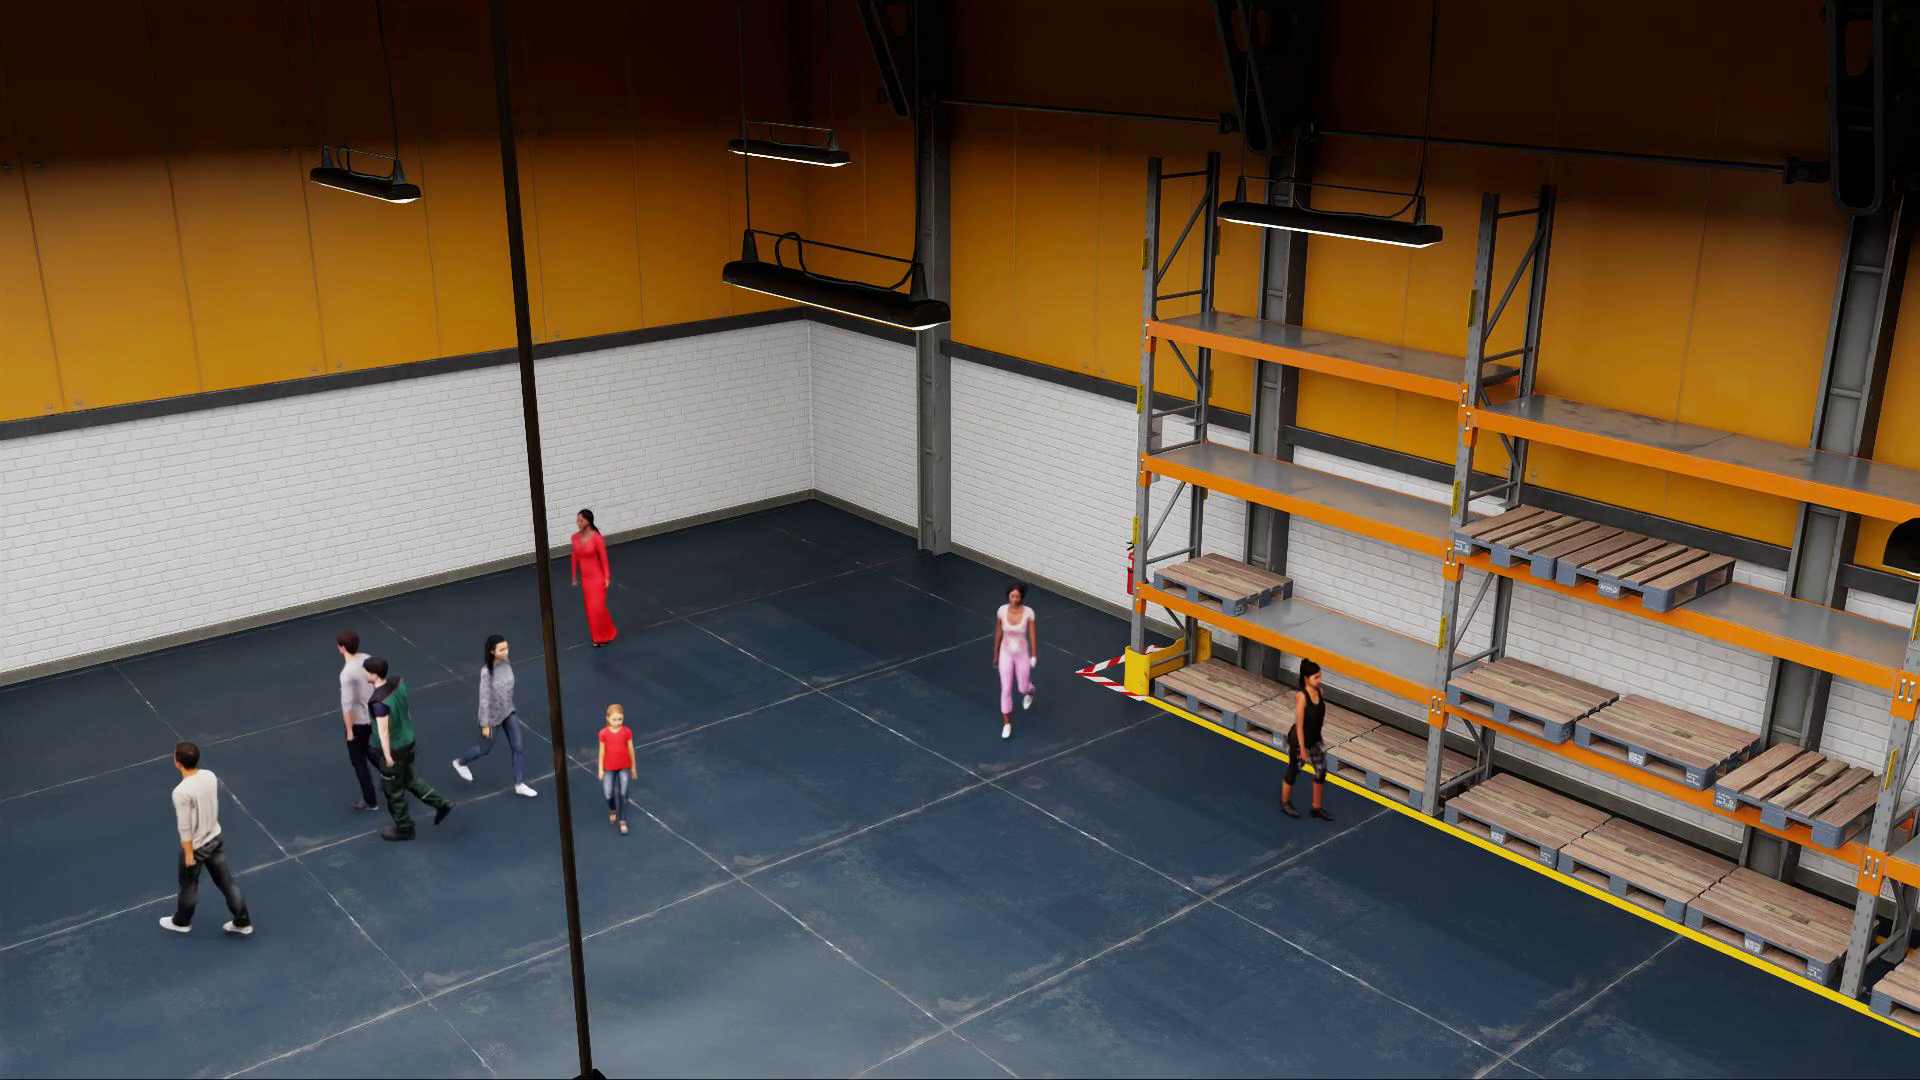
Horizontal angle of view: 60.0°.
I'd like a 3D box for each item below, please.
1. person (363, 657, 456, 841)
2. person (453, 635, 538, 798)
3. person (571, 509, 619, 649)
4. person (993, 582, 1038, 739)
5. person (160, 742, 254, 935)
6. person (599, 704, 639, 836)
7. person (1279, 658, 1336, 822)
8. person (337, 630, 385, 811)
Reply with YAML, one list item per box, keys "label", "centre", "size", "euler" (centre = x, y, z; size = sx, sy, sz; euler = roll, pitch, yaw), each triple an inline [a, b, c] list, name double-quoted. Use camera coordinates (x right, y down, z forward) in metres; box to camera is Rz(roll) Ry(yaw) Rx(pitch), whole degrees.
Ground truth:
- label: "person"
  centre: [-5.191, 1.943, 15.559]
  size: [1.064, 1.875, 1.008]
  euler: [3, 19, 8]
- label: "person"
  centre: [-4.641, 1.735, 16.461]
  size: [1.242, 1.694, 0.970]
  euler: [8, 20, 23]
- label: "person"
  centre: [-4.378, 0.458, 20.132]
  size: [0.773, 1.770, 0.852]
  euler: [8, 20, 23]
- label: "person"
  centre: [0.615, 1.237, 17.900]
  size: [1.019, 1.719, 1.025]
  euler: [5, 19, 15]
- label: "person"
  centre: [-6.273, 2.543, 13.941]
  size: [1.165, 1.770, 1.037]
  euler: [5, 19, 14]
- label: "person"
  centre: [-3.278, 2.146, 15.849]
  size: [0.602, 1.305, 0.658]
  euler: [-5, 19, -15]
- label: "person"
  centre: [3.262, 1.904, 16.031]
  size: [0.629, 1.647, 0.798]
  euler: [-17, 25, -41]
- label: "person"
  centre: [-5.757, 1.743, 16.222]
  size: [0.881, 1.831, 0.831]
  euler: [2, 19, 6]
